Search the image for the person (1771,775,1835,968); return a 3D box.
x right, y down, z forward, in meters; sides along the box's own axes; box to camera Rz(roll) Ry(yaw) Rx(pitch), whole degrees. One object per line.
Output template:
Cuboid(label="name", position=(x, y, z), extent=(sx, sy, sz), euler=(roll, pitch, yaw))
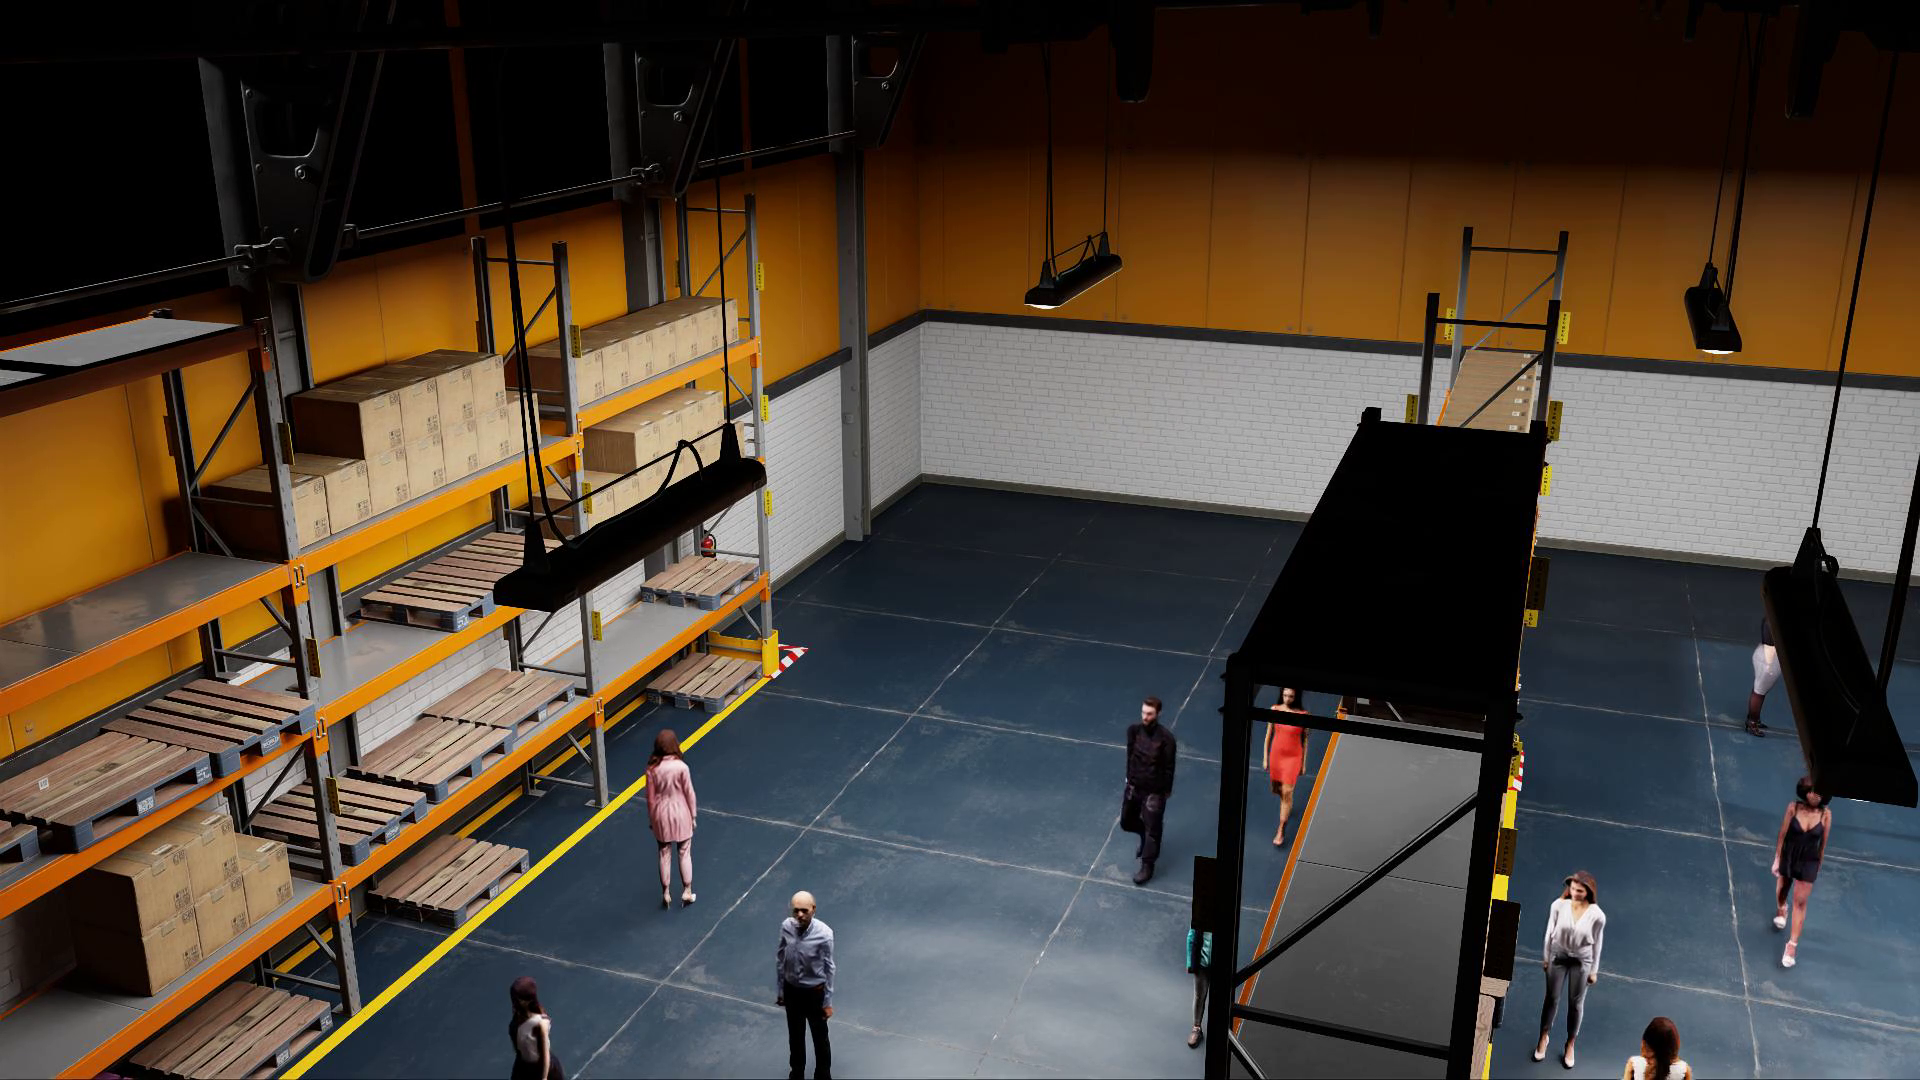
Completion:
Cuboid(label="person", position=(7.518, 2.874, 14.953), extent=(0.666, 1.738, 1.148), euler=(10, 21, 27))

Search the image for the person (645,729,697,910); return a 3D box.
Cuboid(label="person", position=(-2.709, 2.620, 15.604), extent=(0.679, 1.803, 0.643), euler=(0, 19, 0))

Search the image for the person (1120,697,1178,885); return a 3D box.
Cuboid(label="person", position=(1.851, 2.374, 16.176), extent=(0.830, 1.904, 0.957), euler=(13, 23, 35))

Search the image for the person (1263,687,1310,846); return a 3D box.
Cuboid(label="person", position=(3.340, 2.212, 16.975), extent=(0.604, 1.701, 1.009), euler=(7, 20, 20))

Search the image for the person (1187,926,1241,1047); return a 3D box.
Cuboid(label="person", position=(2.067, 3.457, 13.595), extent=(0.594, 1.499, 0.596), euler=(5, 19, 14))

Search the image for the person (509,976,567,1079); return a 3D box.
Cuboid(label="person", position=(-3.017, 3.870, 12.200), extent=(0.742, 1.606, 1.122), euler=(13, 22, 33))

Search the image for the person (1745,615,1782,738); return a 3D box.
Cuboid(label="person", position=(9.364, 1.403, 19.286), extent=(0.779, 1.760, 0.621), euler=(11, 22, 30))

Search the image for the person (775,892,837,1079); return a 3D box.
Cuboid(label="person", position=(-1.199, 3.533, 12.912), extent=(0.650, 1.791, 0.571), euler=(8, 20, 22))

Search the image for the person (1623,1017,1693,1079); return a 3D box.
Cuboid(label="person", position=(4.691, 4.101, 11.257), extent=(0.631, 1.770, 0.664), euler=(6, 20, 18))

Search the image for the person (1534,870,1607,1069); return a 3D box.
Cuboid(label="person", position=(4.887, 3.409, 13.320), extent=(0.592, 1.765, 0.553), euler=(9, 21, 25))
